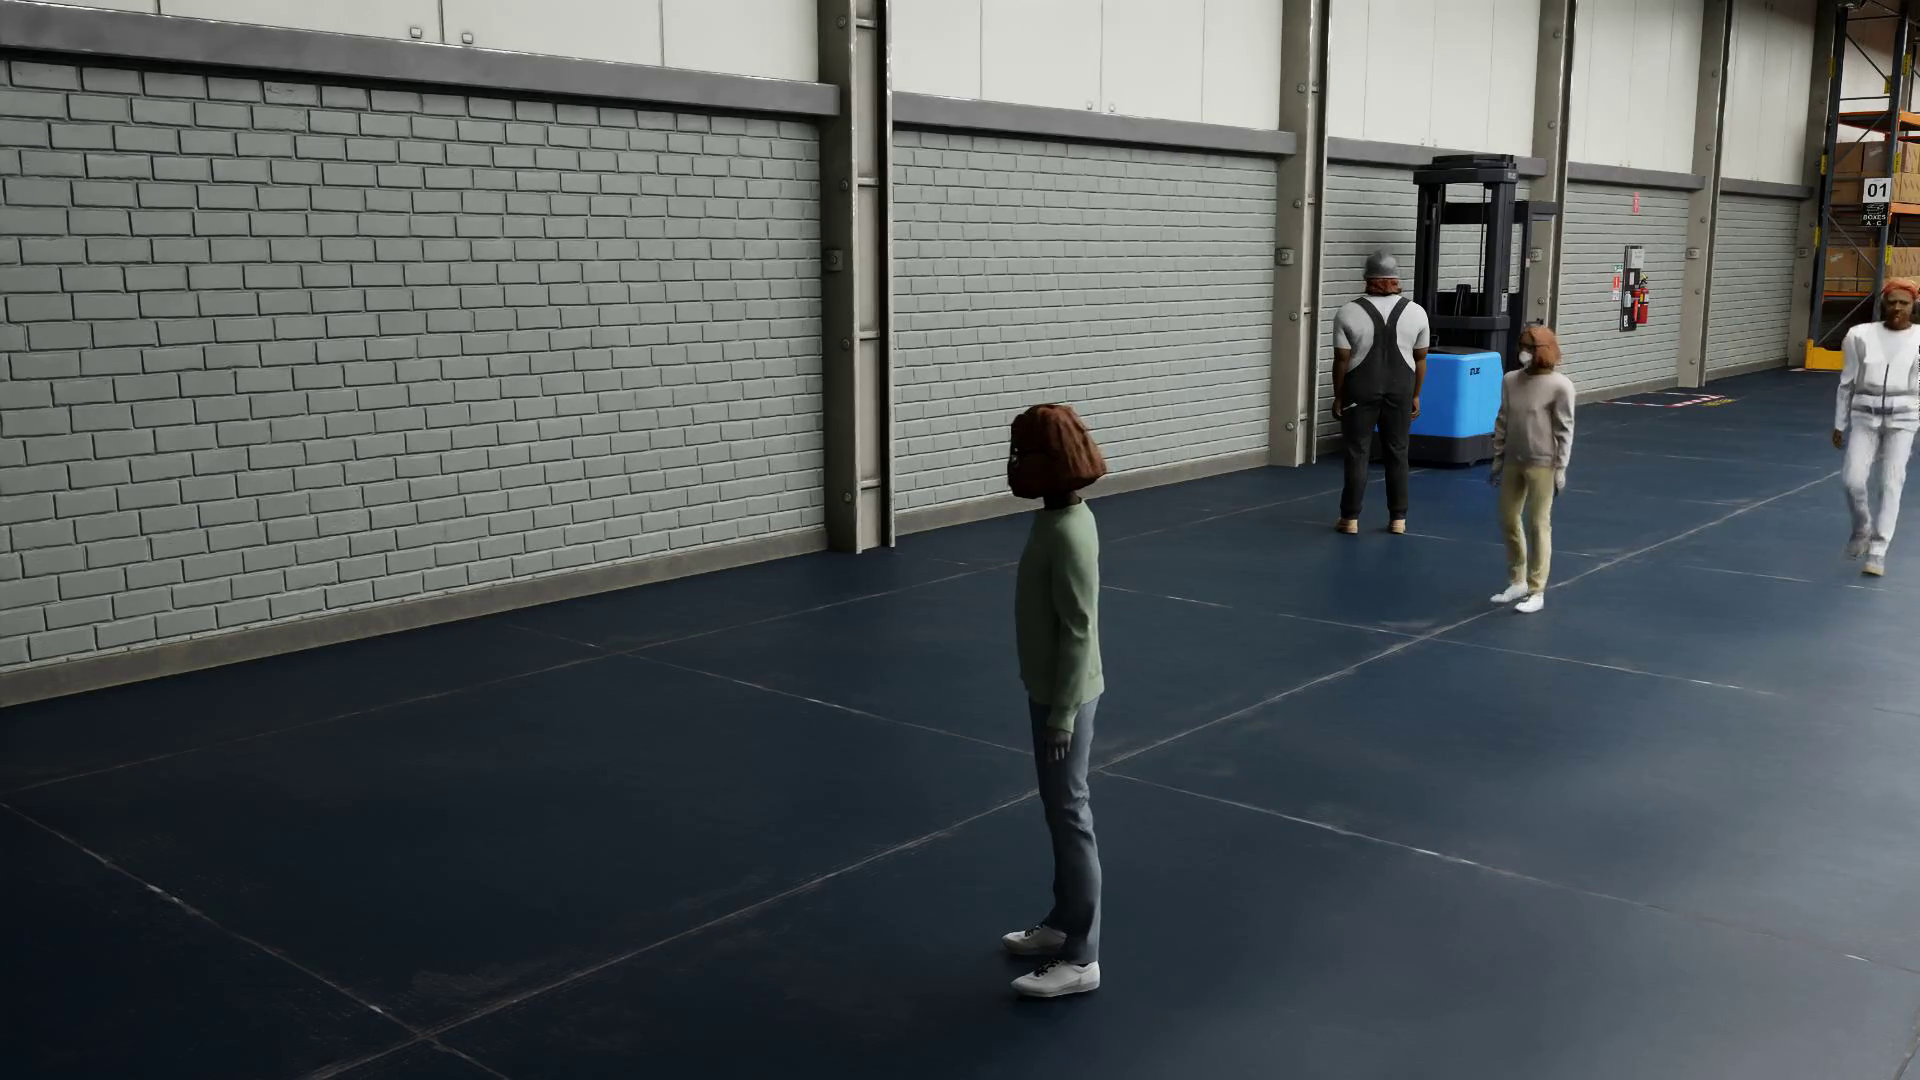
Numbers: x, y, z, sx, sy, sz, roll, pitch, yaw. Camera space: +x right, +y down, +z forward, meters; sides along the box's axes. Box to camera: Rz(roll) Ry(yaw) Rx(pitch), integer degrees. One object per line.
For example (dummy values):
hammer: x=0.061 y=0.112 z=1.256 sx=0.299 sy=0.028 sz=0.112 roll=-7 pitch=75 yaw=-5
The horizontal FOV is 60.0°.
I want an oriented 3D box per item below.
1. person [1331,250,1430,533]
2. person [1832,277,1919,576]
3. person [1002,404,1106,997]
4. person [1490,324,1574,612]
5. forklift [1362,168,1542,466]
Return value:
person: x=3.016 y=-1.055 z=12.085 sx=0.684 sy=2.000 sz=0.538 roll=0 pitch=10 yaw=2
person: x=5.834 y=-0.713 z=10.491 sx=0.598 sy=1.872 sz=0.424 roll=7 pitch=12 yaw=35
person: x=0.260 y=0.439 z=4.618 sx=0.270 sy=1.632 sz=0.509 roll=0 pitch=10 yaw=-2
person: x=3.255 y=-0.414 z=9.502 sx=0.292 sy=1.640 sz=0.504 roll=-6 pitch=12 yaw=-30
forklift: x=4.875 y=-2.212 z=16.287 sx=1.129 sy=2.768 sz=1.873 roll=8 pitch=13 yaw=40
